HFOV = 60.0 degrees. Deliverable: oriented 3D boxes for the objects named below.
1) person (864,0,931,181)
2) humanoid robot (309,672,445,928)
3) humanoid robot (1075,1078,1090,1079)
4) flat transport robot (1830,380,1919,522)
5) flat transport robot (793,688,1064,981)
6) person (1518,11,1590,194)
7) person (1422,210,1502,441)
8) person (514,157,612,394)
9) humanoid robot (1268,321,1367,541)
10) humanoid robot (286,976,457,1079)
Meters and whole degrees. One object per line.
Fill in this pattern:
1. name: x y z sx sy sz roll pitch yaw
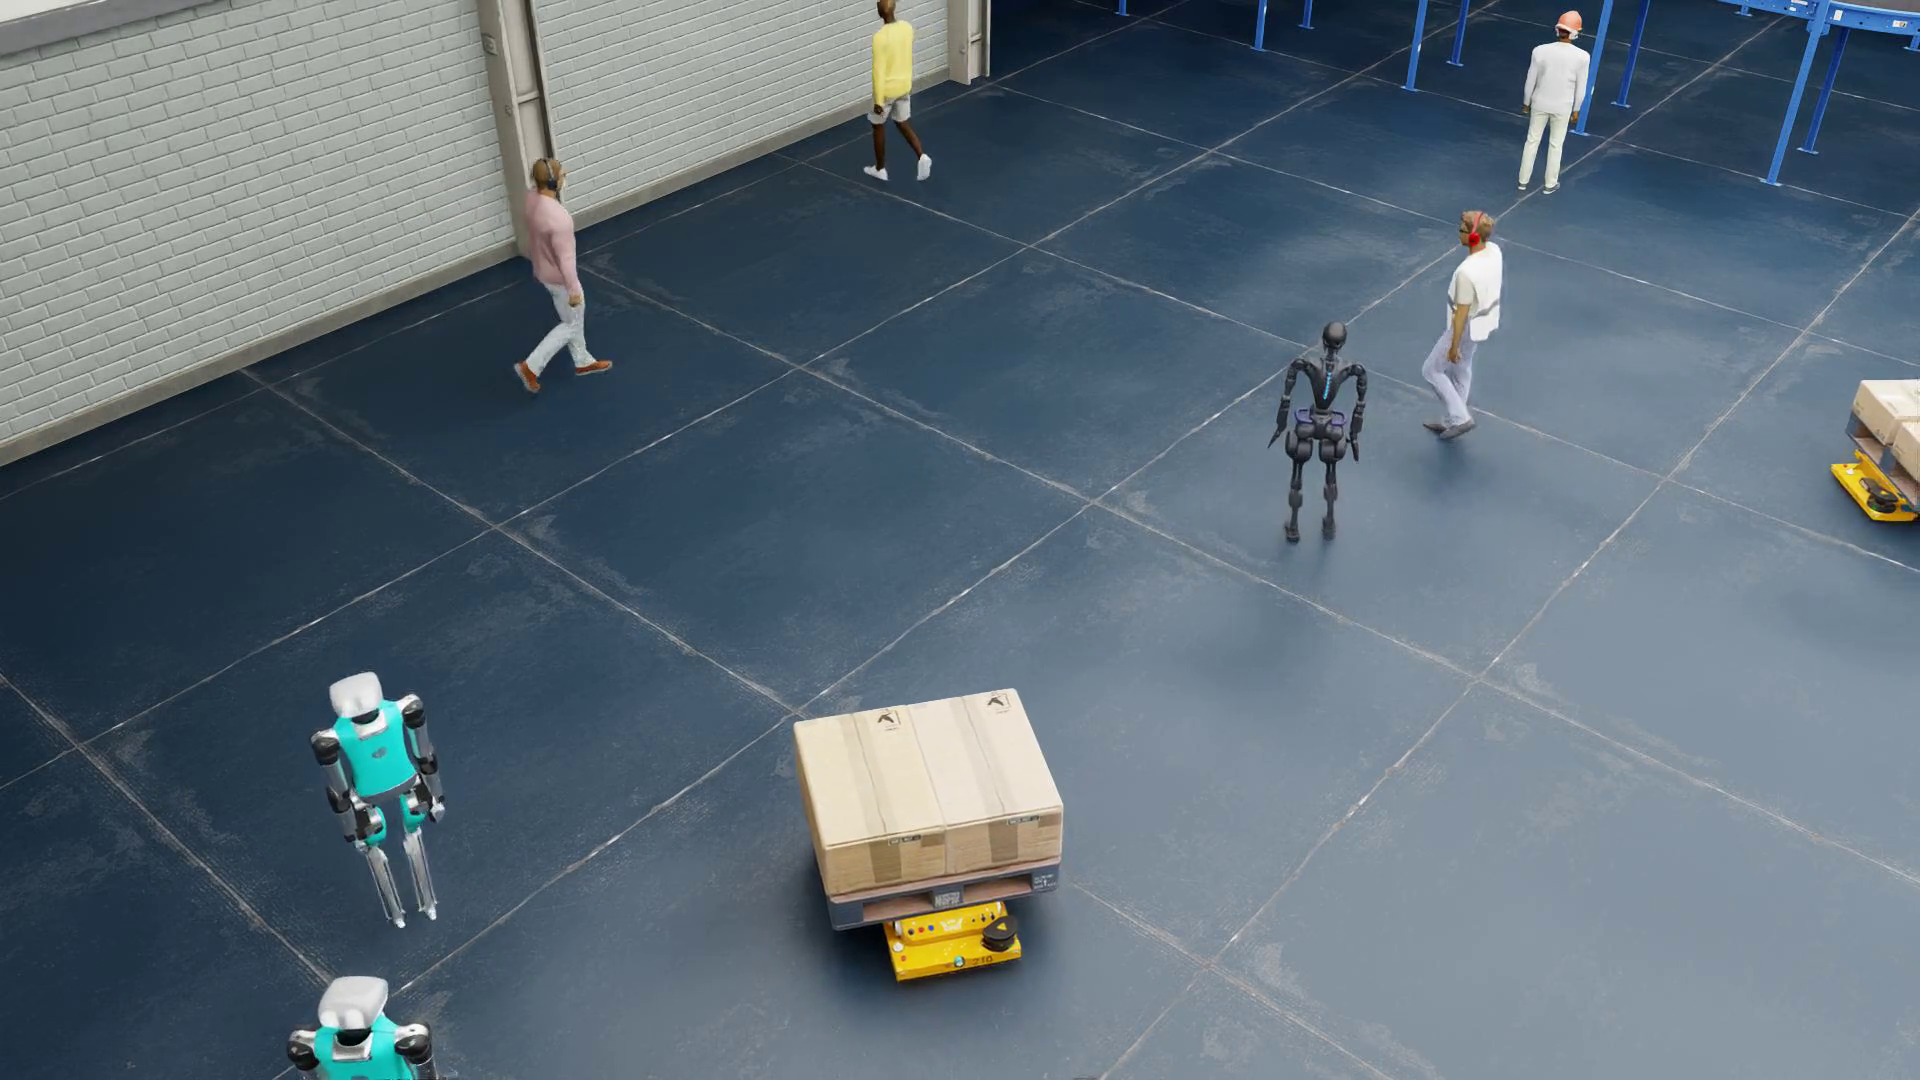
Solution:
1. person: -0.636 -4.355 16.110 0.557 1.872 0.751 -29 45 -34
2. humanoid robot: -2.898 1.296 8.338 0.545 1.825 0.720 -22 41 -28
3. humanoid robot: 0.432 2.666 6.433 0.596 1.654 0.383 23 42 29
4. flat transport robot: 7.122 -0.401 11.950 1.431 0.231 0.659 -1 35 -2
5. flat transport robot: -0.175 1.721 8.971 0.659 0.231 1.431 -8 36 -11
6. person: 5.715 -4.213 16.029 0.560 1.744 0.335 17 39 23
7. person: 3.701 -1.554 12.223 0.455 1.827 0.573 25 42 30
8. person: -3.157 -2.018 12.811 0.768 1.917 0.634 -22 41 -28
9. humanoid robot: 2.397 -0.728 11.194 0.611 1.654 0.344 4 36 6
10. humanoid robot: -2.317 2.285 6.937 0.532 1.800 0.785 -3 36 -4
